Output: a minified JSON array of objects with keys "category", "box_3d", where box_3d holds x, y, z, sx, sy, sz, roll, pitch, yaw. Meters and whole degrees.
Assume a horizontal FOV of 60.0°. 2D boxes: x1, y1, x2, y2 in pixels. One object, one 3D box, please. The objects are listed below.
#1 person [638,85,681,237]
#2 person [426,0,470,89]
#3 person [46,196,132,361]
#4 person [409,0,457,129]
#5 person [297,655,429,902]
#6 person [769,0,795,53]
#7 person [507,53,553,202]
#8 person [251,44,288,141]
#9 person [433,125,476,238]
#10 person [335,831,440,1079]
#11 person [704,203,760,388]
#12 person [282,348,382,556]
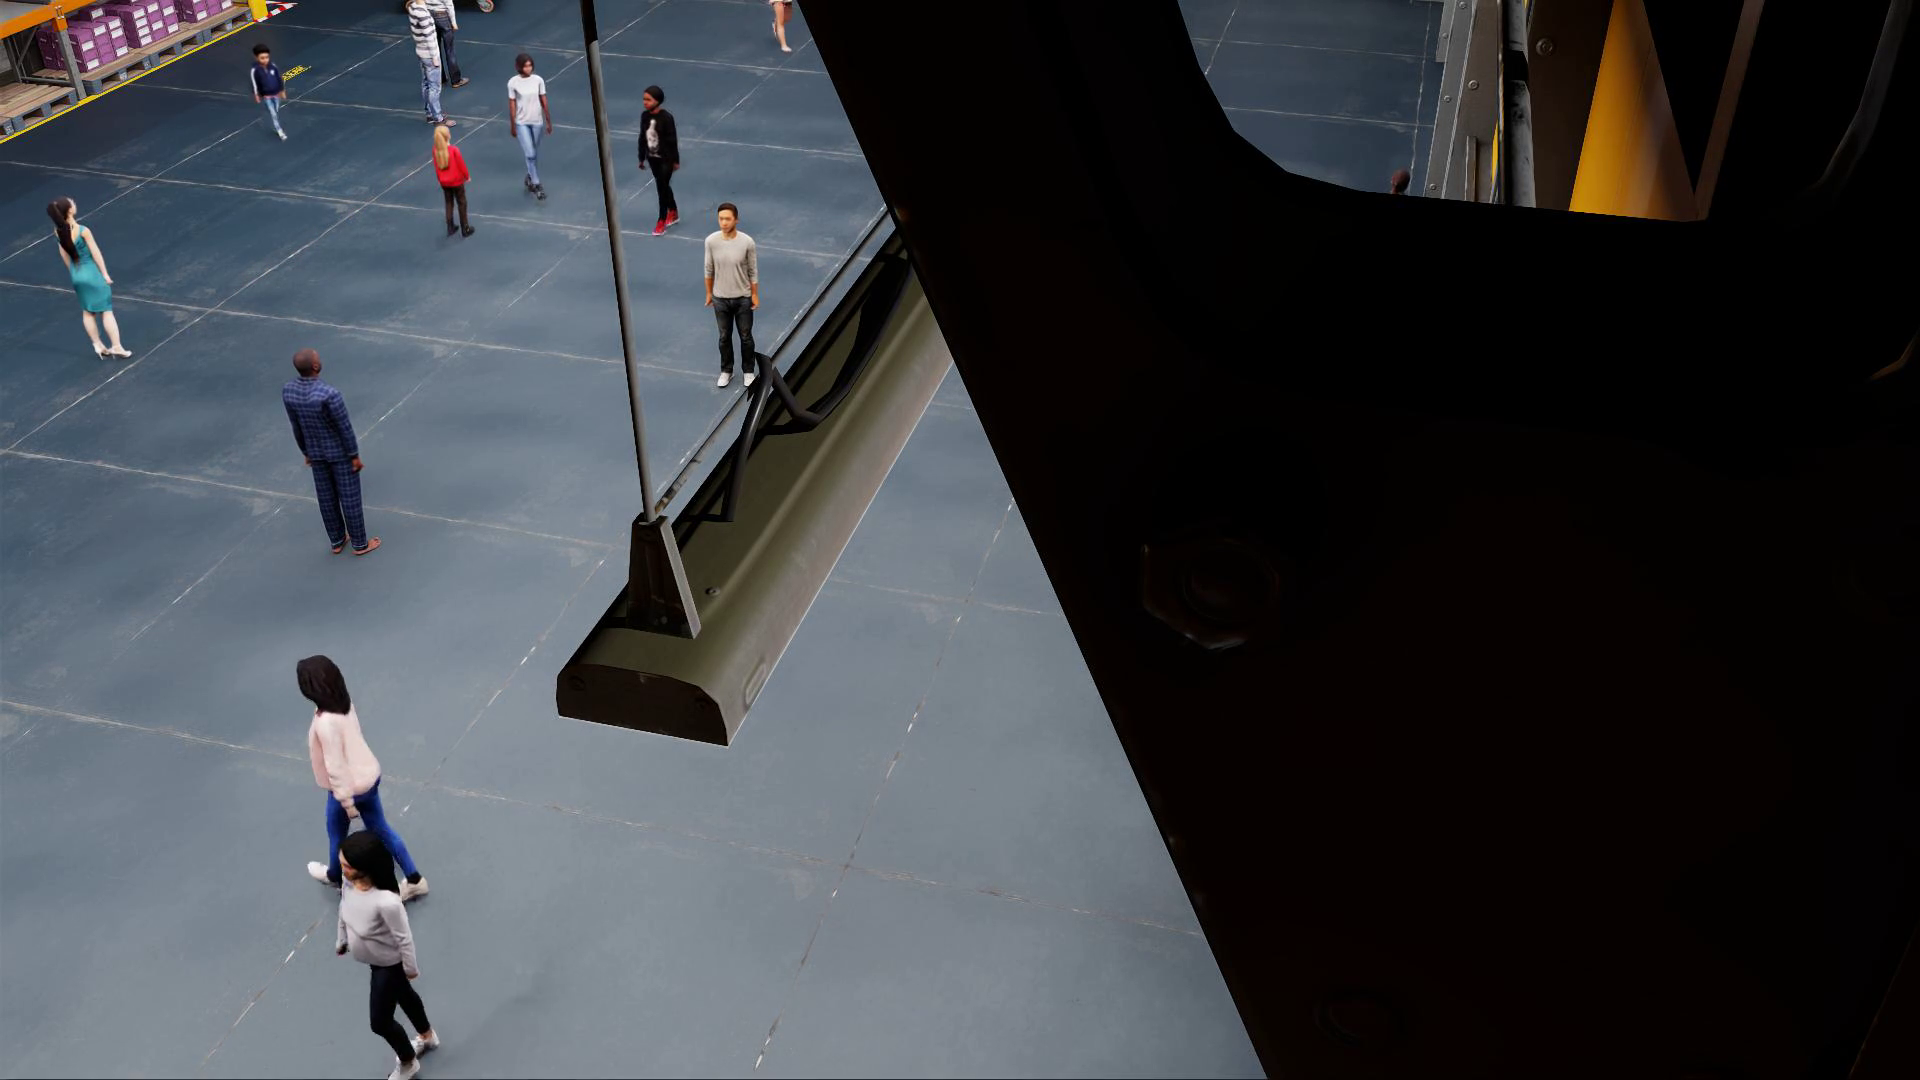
[{"category":"person","box_3d":[-3.327,-4.325,18.760,0.727,1.656,0.915,16,37,22]},{"category":"person","box_3d":[-7.180,-7.176,22.903,0.649,1.819,0.536,9,35,13]},{"category":"person","box_3d":[-8.398,-2.519,16.015,0.558,1.687,0.504,6,34,8]},{"category":"person","box_3d":[-6.911,-6.313,21.576,0.758,1.852,0.712,-20,38,-27]},{"category":"person","box_3d":[-3.558,1.503,9.948,0.858,1.706,0.985,-3,34,-4]},{"category":"person","box_3d":[-2.660,-8.005,24.359,0.911,1.588,0.927,-22,40,-30]},{"category":"person","box_3d":[-5.105,-4.910,19.610,1.057,1.690,1.084,-19,38,-26]},{"category":"person","box_3d":[-8.873,-5.762,21.343,0.856,1.191,0.859,-25,41,-32]},{"category":"person","box_3d":[-5.692,-4.018,18.640,0.499,1.278,0.542,8,34,11]},{"category":"person","box_3d":[-3.023,2.179,8.946,0.802,1.689,0.758,-28,43,-35]},{"category":"person","box_3d":[-2.129,-2.306,15.583,0.707,1.811,0.632,1,34,1]},{"category":"person","box_3d":[-4.989,-0.698,13.153,0.666,1.824,0.608,7,34,10]}]
